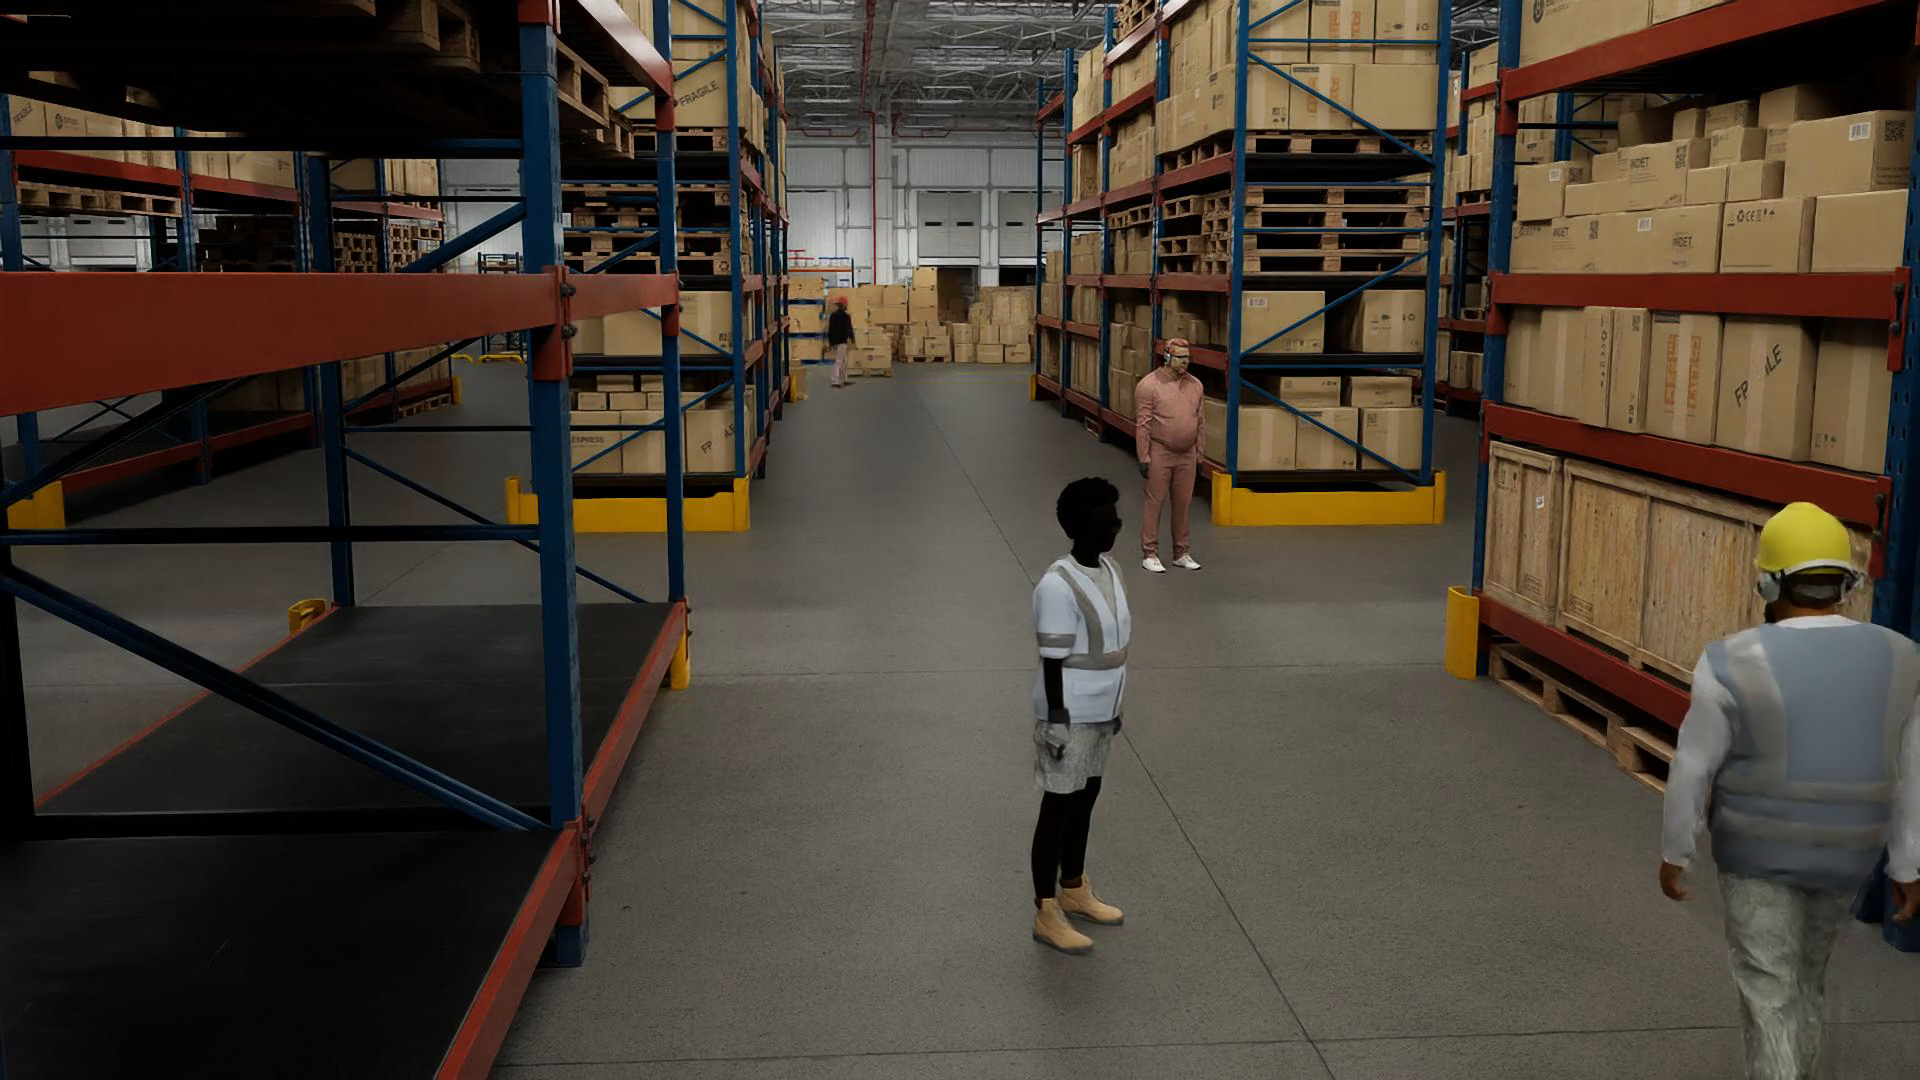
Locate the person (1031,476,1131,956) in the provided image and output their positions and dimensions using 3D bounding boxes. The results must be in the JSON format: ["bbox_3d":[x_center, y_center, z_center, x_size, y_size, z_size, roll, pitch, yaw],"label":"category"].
[{"bbox_3d":[0.437,0.613,5.985,0.320,1.695,0.537,5,10,29],"label":"person"}]

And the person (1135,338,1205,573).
[{"bbox_3d":[1.729,-0.684,13.513,0.642,1.900,0.400,-4,10,-25],"label":"person"}]

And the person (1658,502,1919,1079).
[{"bbox_3d":[2.181,0.795,4.465,0.626,1.810,0.640,0,9,1],"label":"person"}]

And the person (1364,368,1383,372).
[{"bbox_3d":[6.541,-2.722,26.567,0.476,1.826,0.798,-3,9,-15],"label":"person"}]

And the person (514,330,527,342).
[{"bbox_3d":[-15.794,-8.102,60.054,0.610,1.905,0.695,5,10,29],"label":"person"}]

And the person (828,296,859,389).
[{"bbox_3d":[-2.450,-4.197,35.360,0.873,1.961,0.627,-7,11,-36],"label":"person"}]
